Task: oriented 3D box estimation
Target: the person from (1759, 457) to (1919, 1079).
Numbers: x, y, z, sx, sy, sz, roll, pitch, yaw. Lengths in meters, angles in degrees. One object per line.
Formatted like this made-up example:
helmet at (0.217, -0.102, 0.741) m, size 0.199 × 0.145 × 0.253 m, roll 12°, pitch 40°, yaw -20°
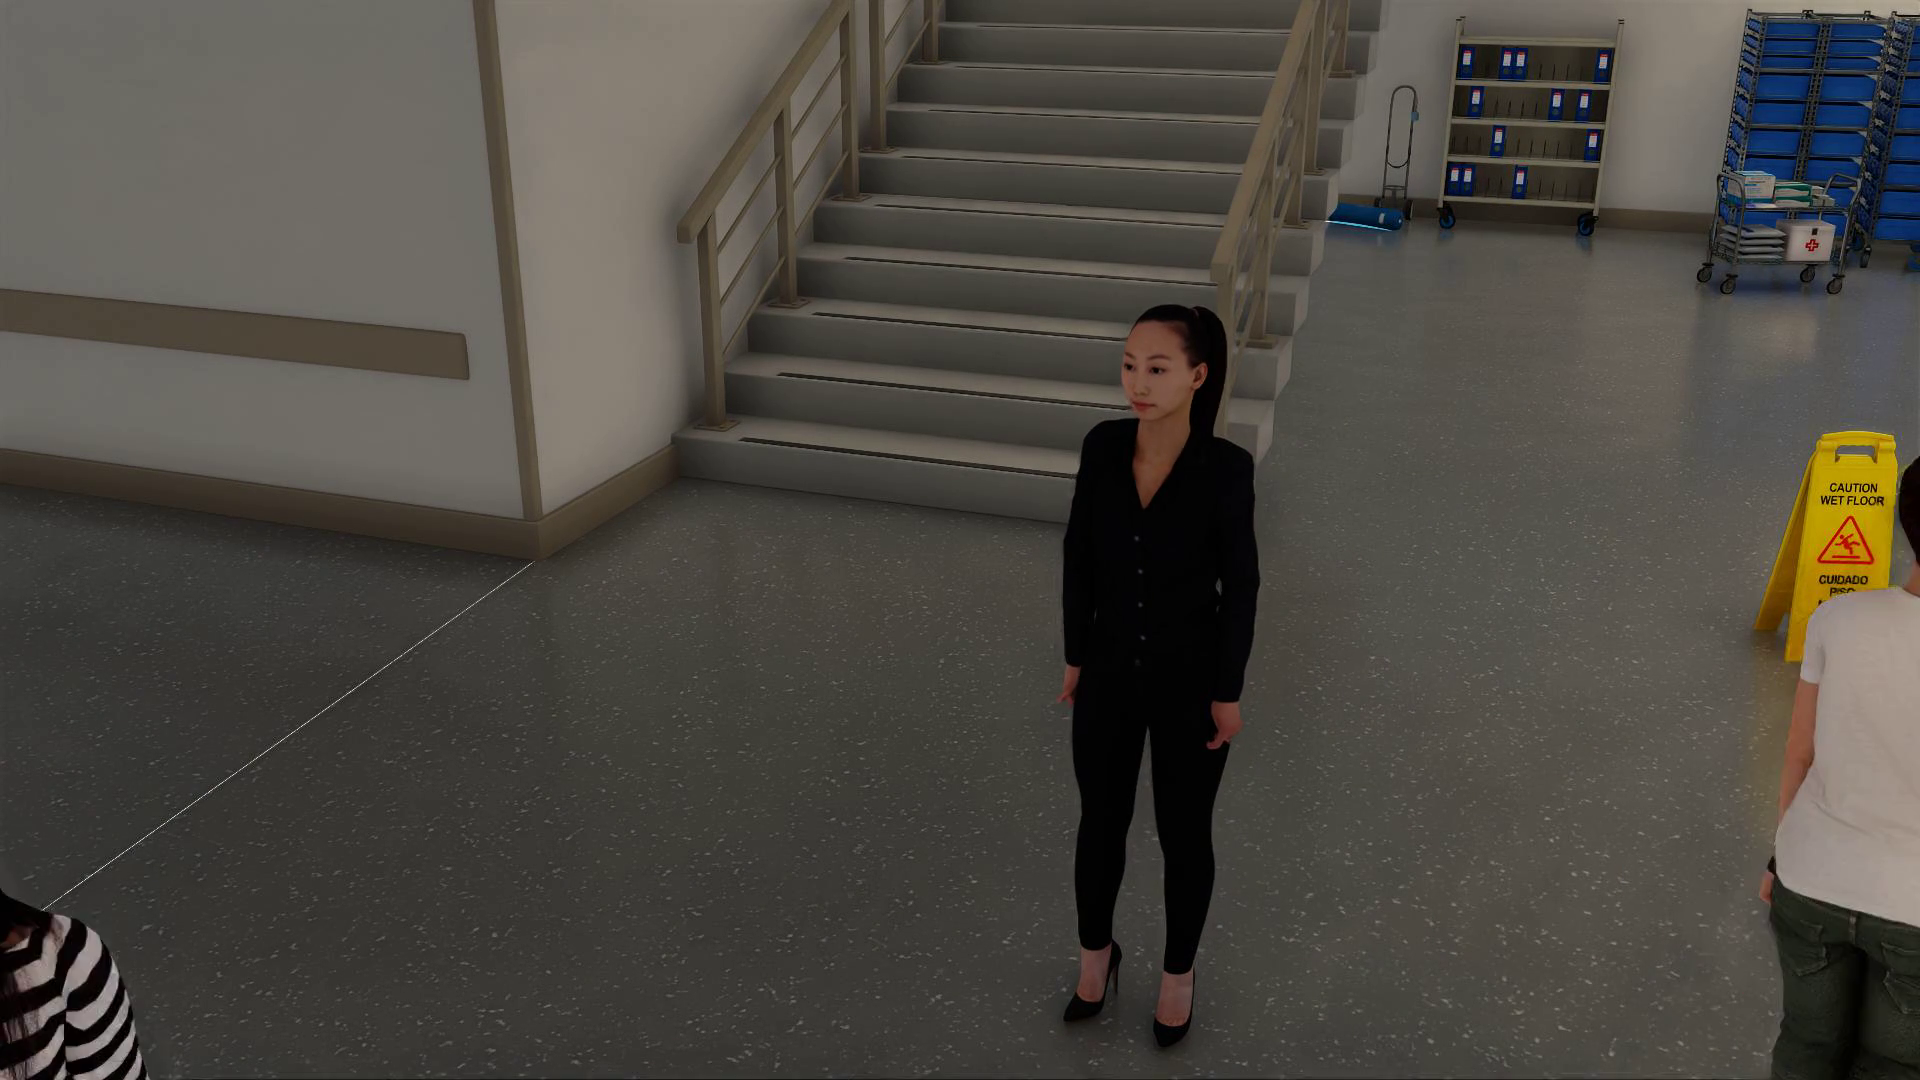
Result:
person at (1.532, 0.654, 2.833) m, size 0.774 × 1.637 × 0.984 m, roll 18°, pitch 27°, yaw 40°

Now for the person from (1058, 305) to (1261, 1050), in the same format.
person at (0.412, 0.328, 3.590) m, size 0.600 × 1.711 × 0.525 m, roll 11°, pitch 23°, yaw 27°
